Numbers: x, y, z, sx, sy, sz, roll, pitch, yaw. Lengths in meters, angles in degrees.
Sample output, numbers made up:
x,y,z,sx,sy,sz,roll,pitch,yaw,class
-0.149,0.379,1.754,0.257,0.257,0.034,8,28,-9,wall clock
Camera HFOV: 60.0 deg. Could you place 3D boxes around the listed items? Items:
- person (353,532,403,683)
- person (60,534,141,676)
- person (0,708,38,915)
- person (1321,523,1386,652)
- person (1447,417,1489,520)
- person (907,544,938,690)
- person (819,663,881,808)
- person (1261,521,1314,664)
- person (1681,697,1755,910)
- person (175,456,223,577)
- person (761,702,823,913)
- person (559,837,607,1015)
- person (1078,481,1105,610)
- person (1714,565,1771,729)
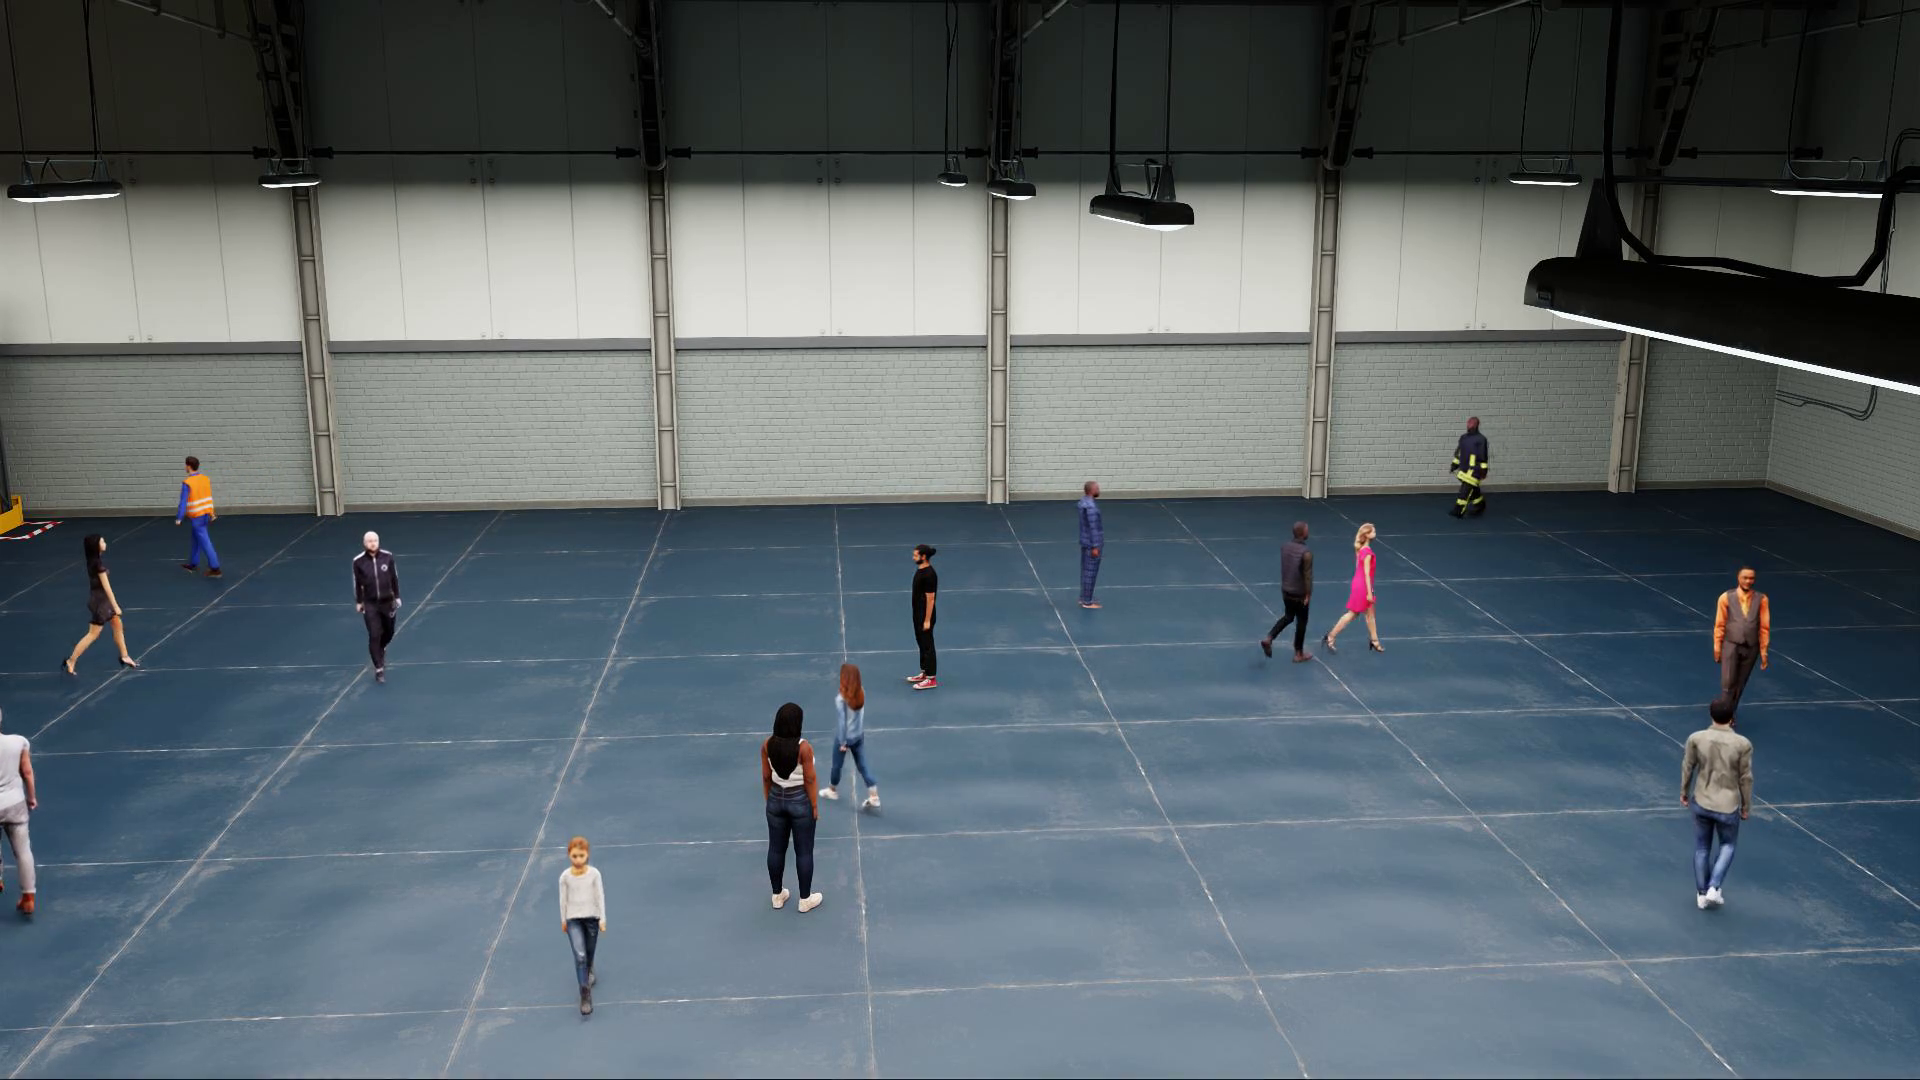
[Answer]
x,y,z,sx,sy,sz,roll,pitch,yaw,class
-7.152,0.776,20.399,1.205,1.805,1.051,-7,15,-29,person
-10.563,0.836,20.255,1.189,1.754,0.948,-8,15,-32,person
-7.990,2.288,13.934,1.250,1.778,1.246,-12,18,-43,person
5.043,0.640,21.251,1.079,1.687,0.700,1,13,5,person
9.075,-1.271,29.288,1.250,1.783,0.987,-5,14,-22,person
-0.421,0.900,19.975,0.608,1.756,0.663,-4,13,-15,person
-1.005,1.937,16.190,1.042,1.443,0.993,11,17,39,person
4.132,0.669,20.820,1.096,1.824,0.943,-7,15,-29,person
6.325,2.242,13.950,0.807,1.860,0.900,8,15,30,person
-11.418,-0.331,25.117,1.104,1.834,0.910,3,13,12,person
-1.433,2.245,14.050,0.686,1.808,0.800,5,14,20,person
-2.843,2.851,12.584,0.903,1.288,0.647,-3,13,-15,person
1.841,0.048,23.504,0.634,1.824,0.697,-3,13,-11,person
8.635,1.189,18.457,1.090,1.877,0.971,3,13,12,person
